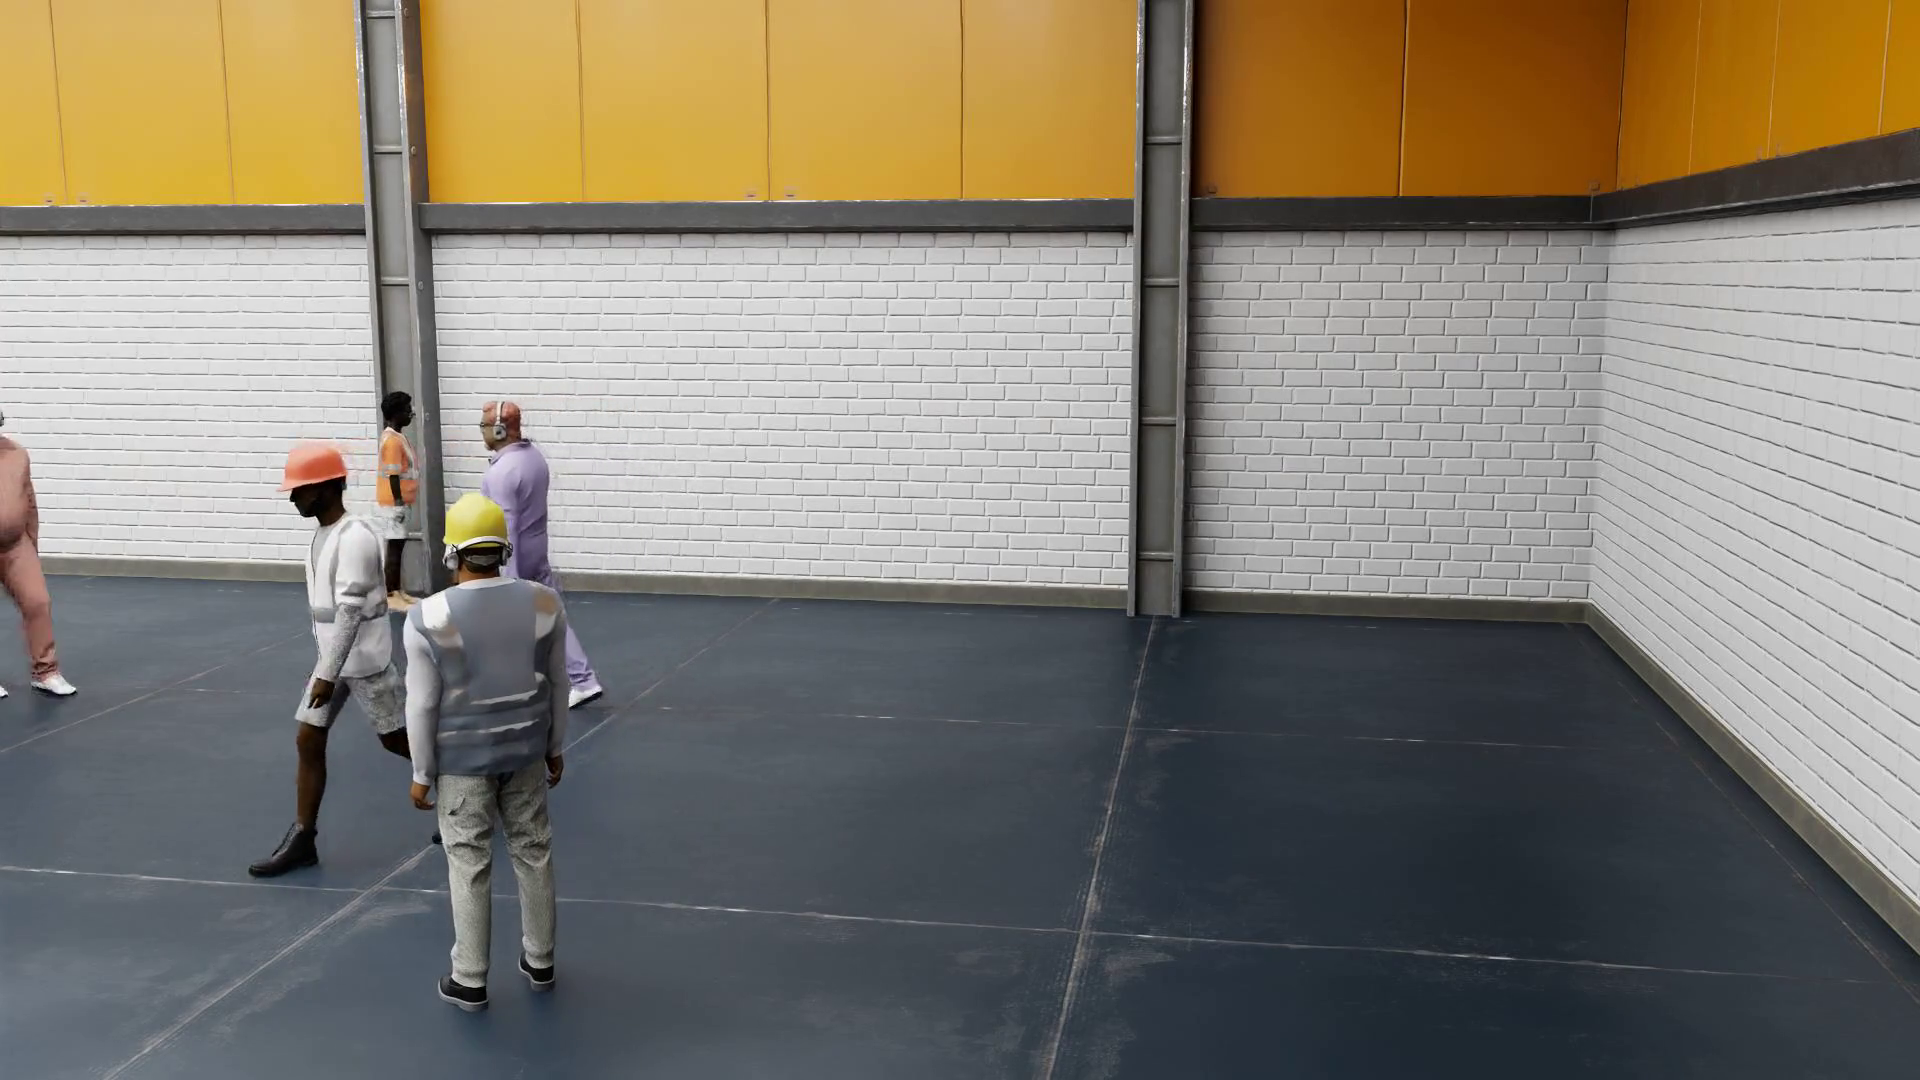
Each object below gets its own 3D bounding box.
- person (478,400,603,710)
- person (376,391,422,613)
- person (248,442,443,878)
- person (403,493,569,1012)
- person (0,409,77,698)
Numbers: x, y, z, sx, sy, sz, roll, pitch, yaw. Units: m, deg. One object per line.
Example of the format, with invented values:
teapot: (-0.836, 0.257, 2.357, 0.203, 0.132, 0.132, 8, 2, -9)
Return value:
person: (-2.583, 0.106, 9.740, 0.968, 1.867, 0.646, 2, 9, 10)
person: (-4.289, -0.288, 12.705, 0.318, 1.692, 0.534, -3, 10, -16)
person: (-2.620, 0.492, 7.331, 1.016, 1.890, 0.544, -9, 13, -44)
person: (-1.673, 0.745, 5.893, 0.588, 1.833, 0.404, -7, 12, -38)
person: (-5.762, 0.064, 9.996, 0.826, 1.864, 0.656, 5, 10, 28)
